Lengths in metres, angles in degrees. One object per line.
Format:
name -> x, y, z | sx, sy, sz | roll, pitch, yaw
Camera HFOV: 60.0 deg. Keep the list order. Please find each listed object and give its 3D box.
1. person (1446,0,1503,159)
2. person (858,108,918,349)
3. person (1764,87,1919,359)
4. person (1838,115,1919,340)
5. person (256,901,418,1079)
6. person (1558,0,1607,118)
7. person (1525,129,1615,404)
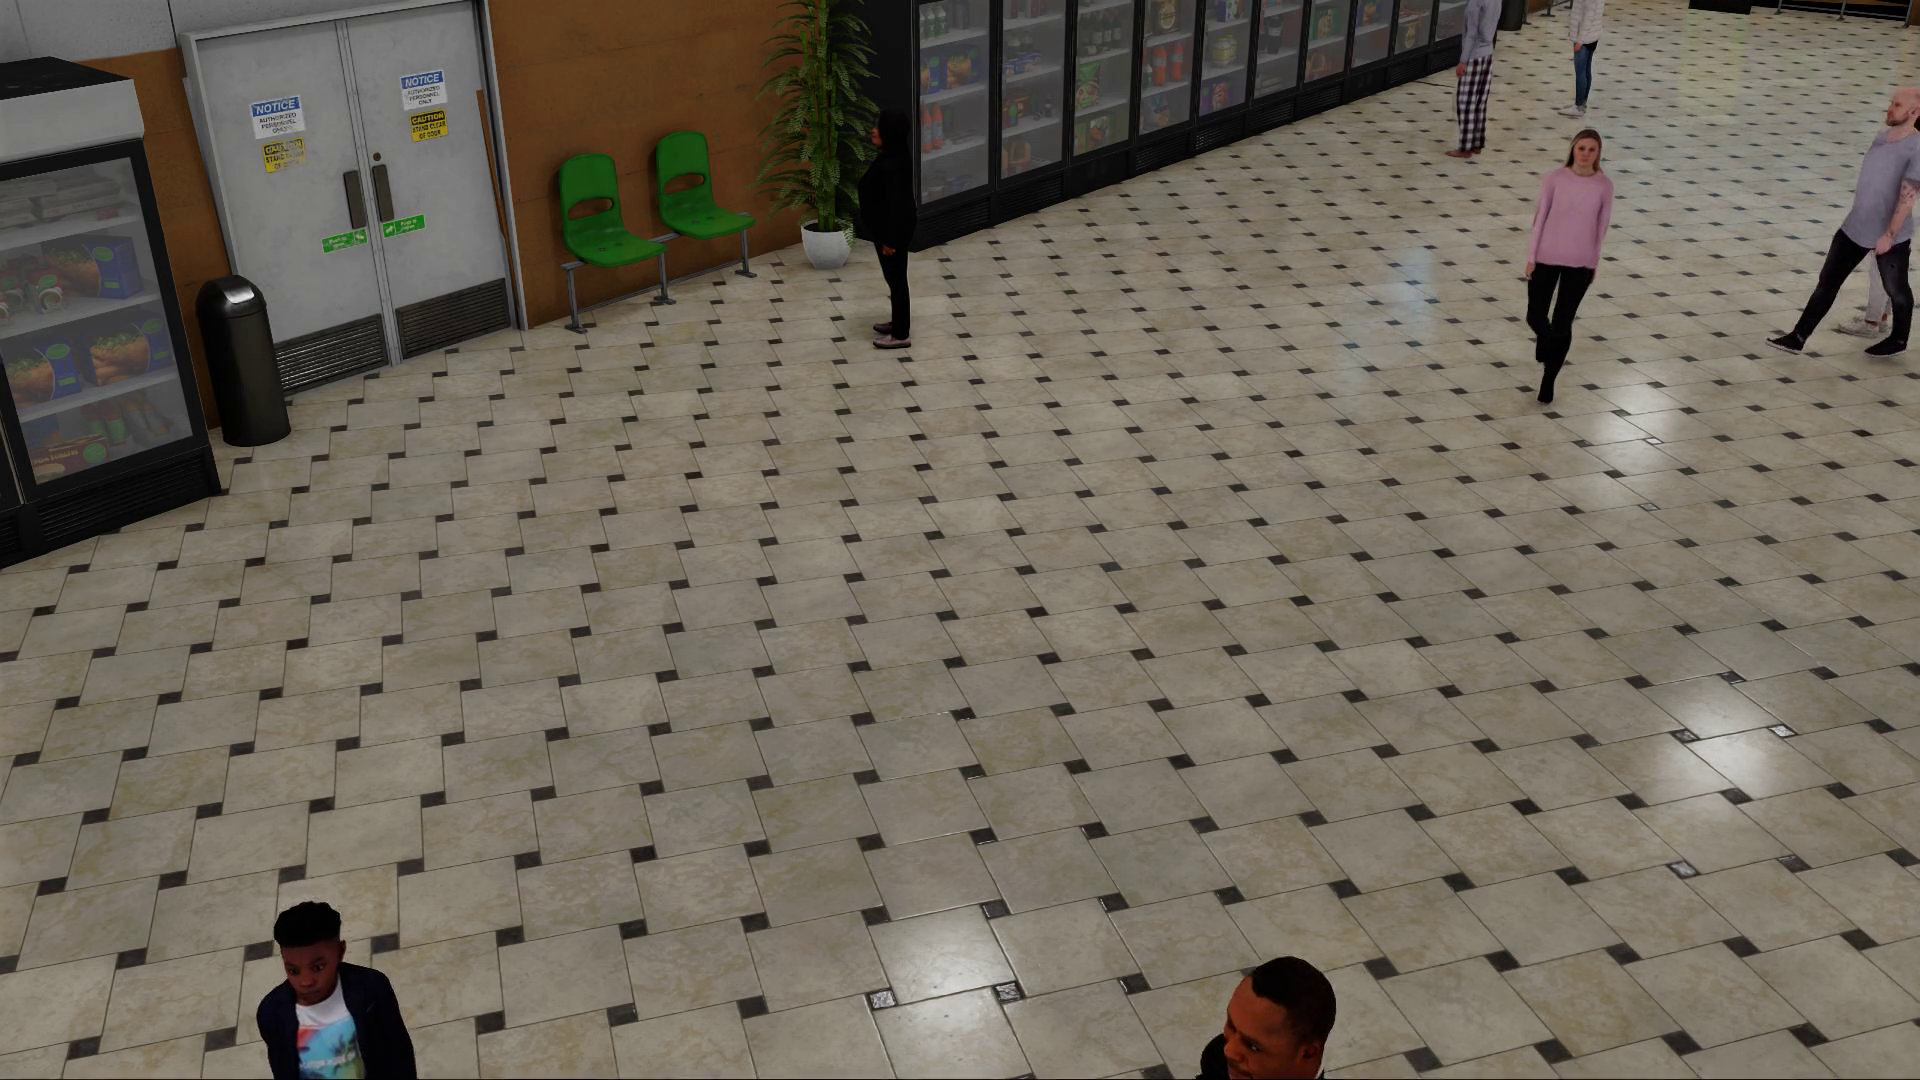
person -> 4.948, -4.610, 15.912 | 0.646, 1.847, 0.561 | -24, 35, -39
person -> -0.450, -2.106, 11.229 | 0.819, 1.616, 0.769 | 0, 27, -1
person -> 6.062, -1.997, 10.831 | 1.234, 1.782, 1.223 | -4, 27, -8
person -> 6.412, -2.222, 11.377 | 0.644, 1.688, 0.614 | -19, 33, -33
person -> -1.676, 1.474, 4.577 | 0.747, 1.246, 0.904 | -10, 29, -19
person -> 6.619, -5.330, 17.563 | 0.581, 1.636, 0.647 | 16, 31, 29
person -> 3.793, -1.754, 10.476 | 1.019, 1.670, 0.855 | 10, 29, 19
